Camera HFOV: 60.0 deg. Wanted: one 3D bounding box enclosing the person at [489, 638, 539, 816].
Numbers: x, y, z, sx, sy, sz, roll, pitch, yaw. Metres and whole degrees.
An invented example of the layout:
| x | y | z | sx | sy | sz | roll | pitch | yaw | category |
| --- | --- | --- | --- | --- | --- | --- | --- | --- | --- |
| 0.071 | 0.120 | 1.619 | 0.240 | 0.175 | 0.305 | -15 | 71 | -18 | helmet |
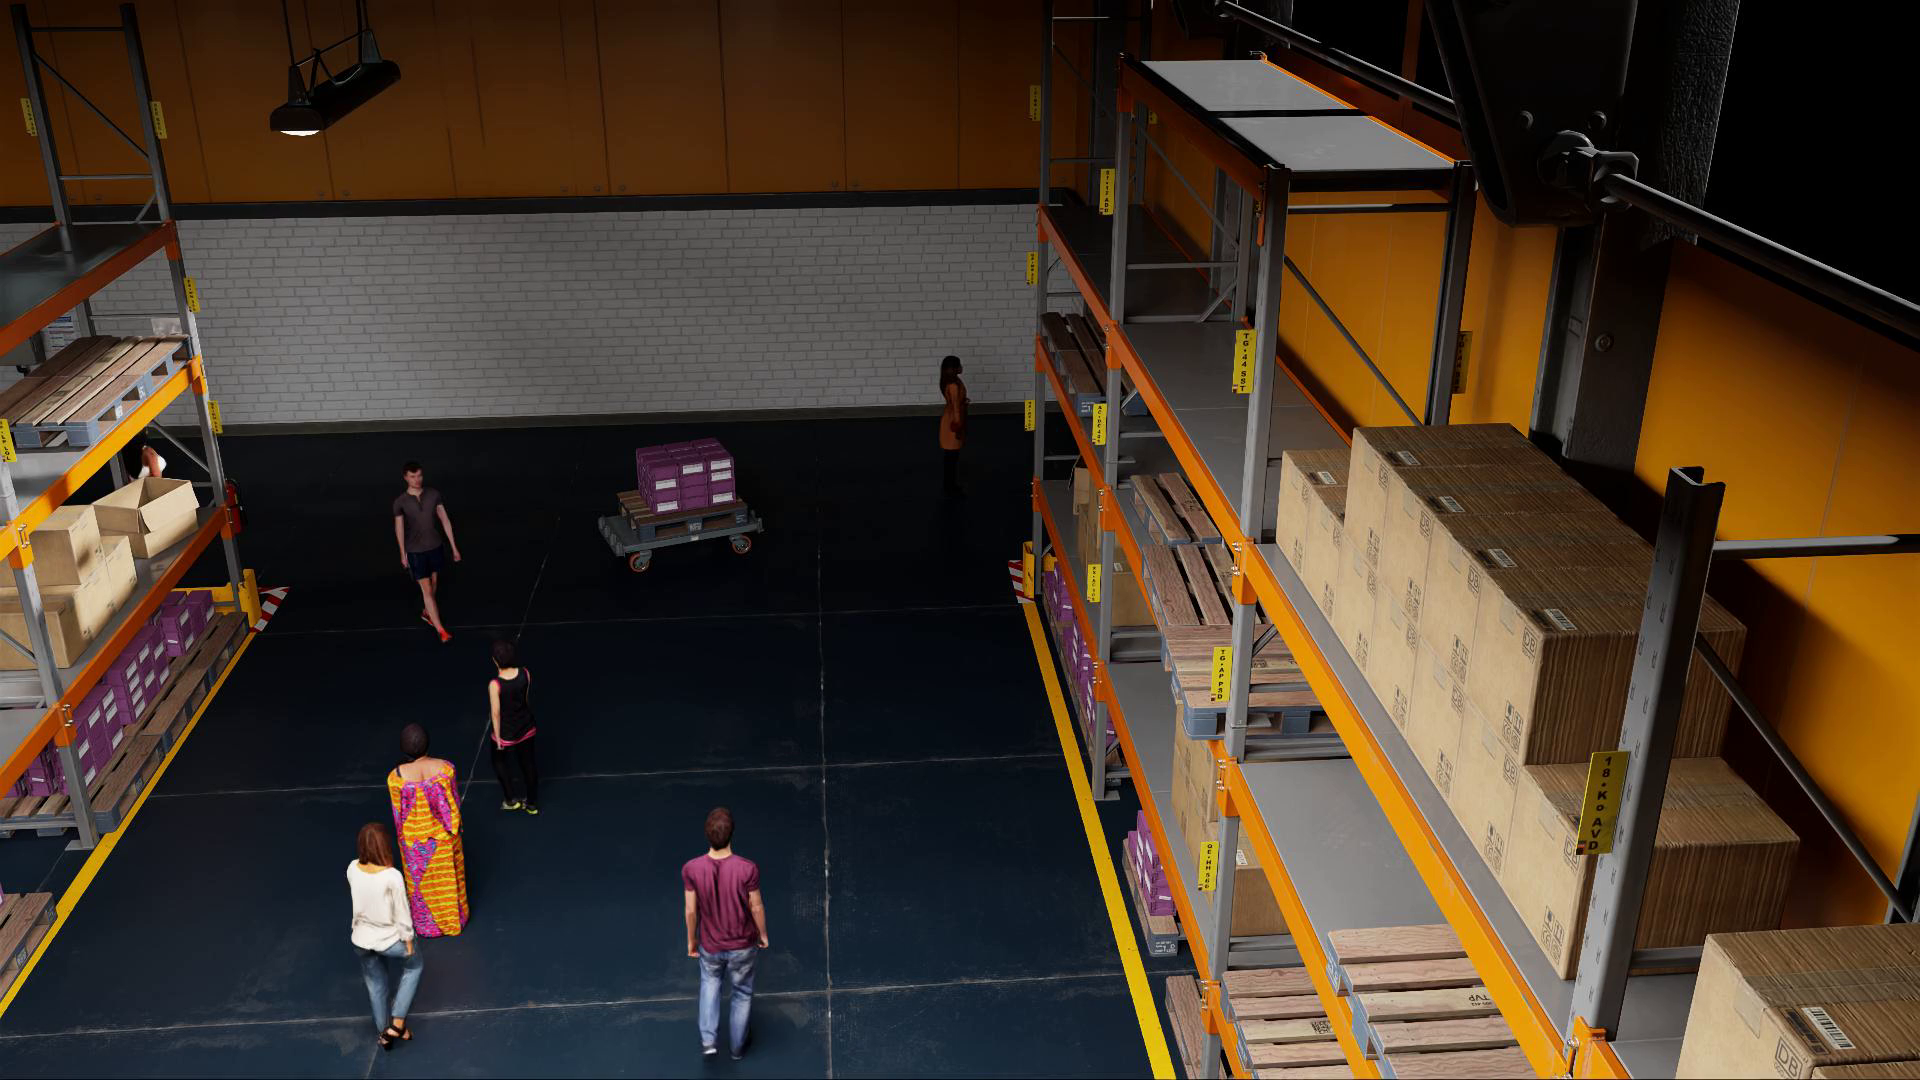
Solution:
| x | y | z | sx | sy | sz | roll | pitch | yaw | category |
| --- | --- | --- | --- | --- | --- | --- | --- | --- | --- |
| -3.534 | 1.531 | 13.335 | 0.648 | 1.541 | 0.701 | -21 | 31 | -39 | person |

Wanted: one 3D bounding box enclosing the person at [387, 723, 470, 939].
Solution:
| x | y | z | sx | sy | sz | roll | pitch | yaw | category |
| --- | --- | --- | --- | --- | --- | --- | --- | --- | --- |
| -3.840 | 2.058 | 11.963 | 0.755 | 1.674 | 0.781 | -12 | 26 | -25 | person |

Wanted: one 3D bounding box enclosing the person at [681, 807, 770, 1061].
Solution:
| x | y | z | sx | sy | sz | roll | pitch | yaw | category |
| --- | --- | --- | --- | --- | --- | --- | --- | --- | --- |
| -1.491 | 2.578 | 10.567 | 0.730 | 1.839 | 0.789 | 2 | 24 | 4 | person |

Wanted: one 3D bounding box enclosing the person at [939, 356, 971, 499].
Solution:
| x | y | z | sx | sy | sz | roll | pitch | yaw | category |
| --- | --- | --- | --- | --- | --- | --- | --- | --- | --- |
| -0.083 | -1.356 | 19.715 | 0.724 | 1.719 | 0.504 | -2 | 24 | -5 | person |

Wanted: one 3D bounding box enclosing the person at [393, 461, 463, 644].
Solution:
| x | y | z | sx | sy | sz | roll | pitch | yaw | category |
| --- | --- | --- | --- | --- | --- | --- | --- | --- | --- |
| -5.273 | 0.077 | 16.329 | 1.068 | 1.806 | 1.240 | -18 | 29 | -35 | person |

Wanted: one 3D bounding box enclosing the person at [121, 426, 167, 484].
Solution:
| x | y | z | sx | sy | sz | roll | pitch | yaw | category |
| --- | --- | --- | --- | --- | --- | --- | --- | --- | --- |
| -8.534 | -0.386 | 17.399 | 0.835 | 1.797 | 0.923 | 9 | 25 | 20 | person |

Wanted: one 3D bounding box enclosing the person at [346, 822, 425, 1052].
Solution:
| x | y | z | sx | sy | sz | roll | pitch | yaw | category |
| --- | --- | --- | --- | --- | --- | --- | --- | --- | --- |
| -3.756 | 2.607 | 10.710 | 0.712 | 1.672 | 0.703 | 5 | 24 | 11 | person |
